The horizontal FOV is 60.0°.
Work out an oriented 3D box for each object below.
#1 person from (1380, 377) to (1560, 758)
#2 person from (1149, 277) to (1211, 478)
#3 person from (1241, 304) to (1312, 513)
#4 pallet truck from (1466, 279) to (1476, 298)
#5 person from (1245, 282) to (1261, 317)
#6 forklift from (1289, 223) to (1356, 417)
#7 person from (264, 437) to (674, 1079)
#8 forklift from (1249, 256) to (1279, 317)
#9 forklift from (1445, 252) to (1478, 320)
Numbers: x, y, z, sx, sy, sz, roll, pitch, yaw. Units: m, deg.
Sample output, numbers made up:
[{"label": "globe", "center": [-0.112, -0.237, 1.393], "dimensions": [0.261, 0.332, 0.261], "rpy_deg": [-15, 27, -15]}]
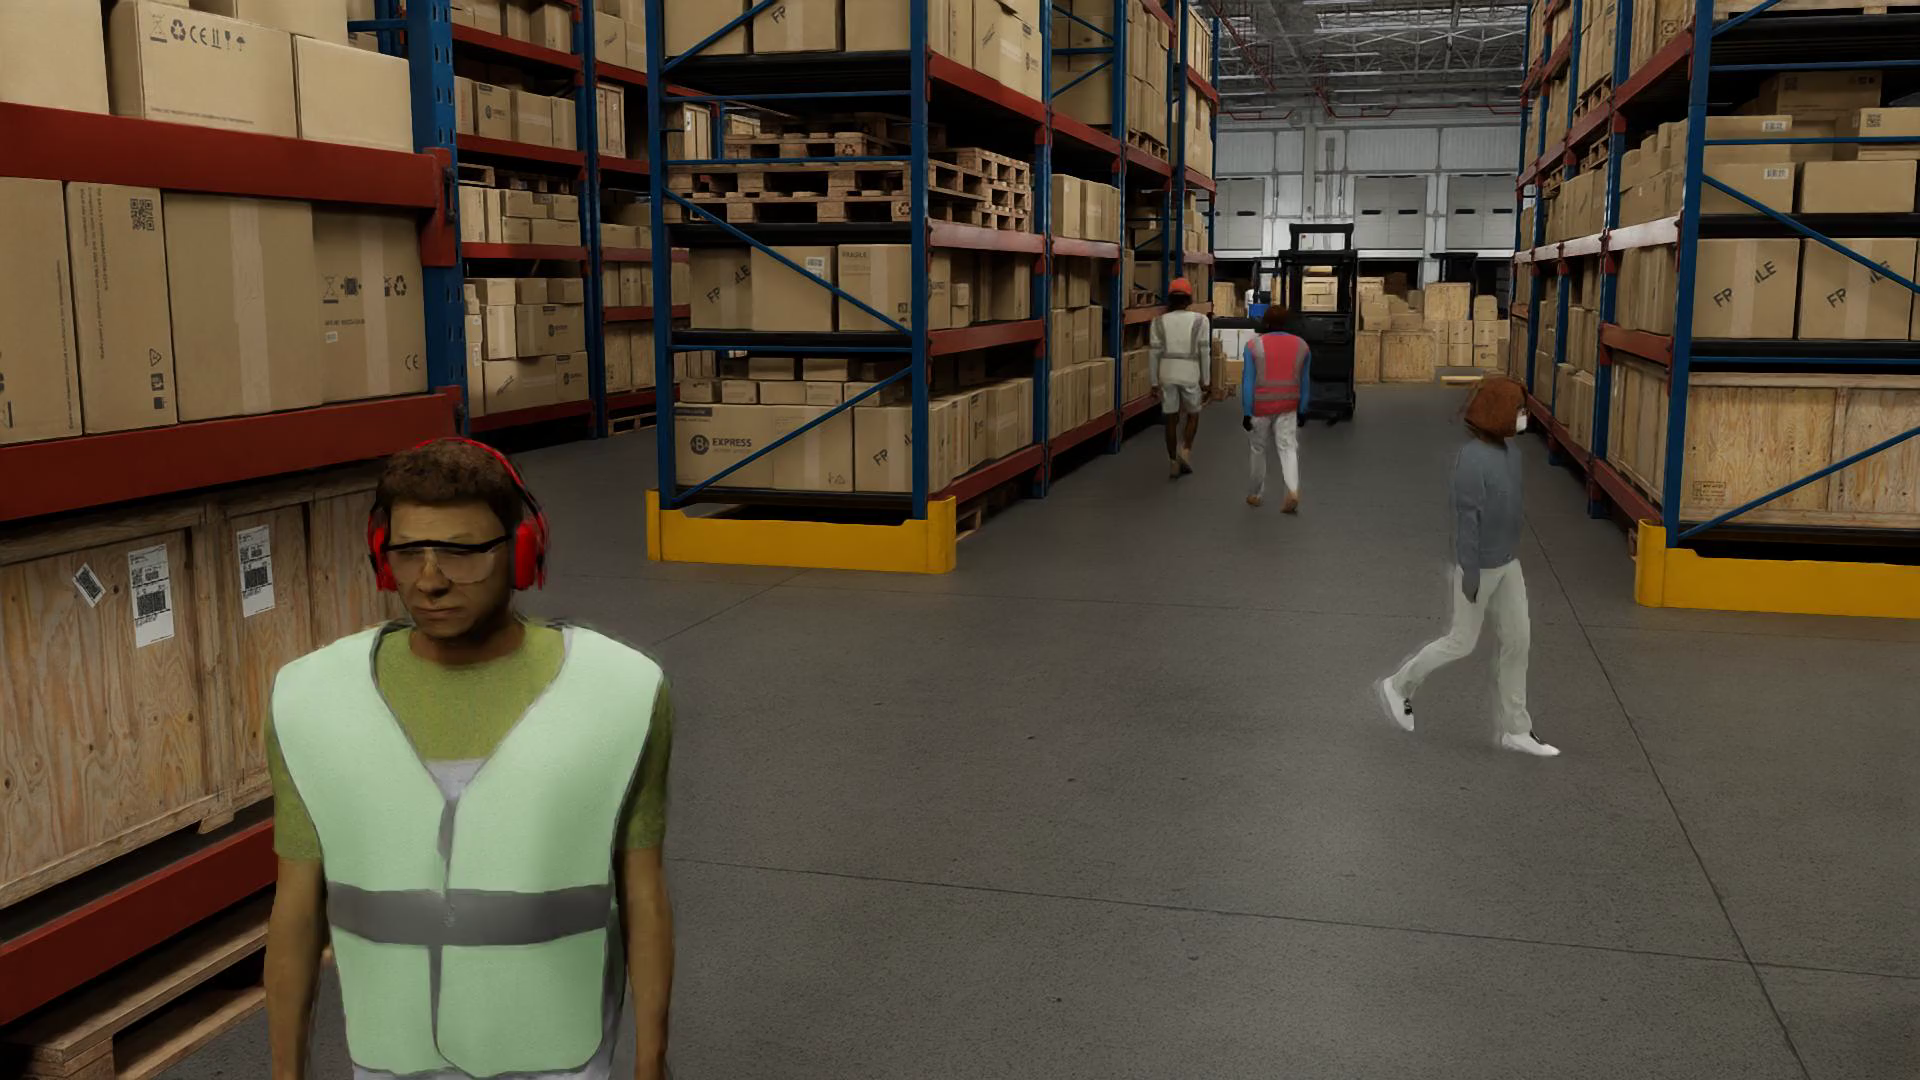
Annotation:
[{"label": "person", "center": [2.218, 0.098, 7.144], "dimensions": [0.504, 1.609, 0.736], "rpy_deg": [-9, 12, -43]}, {"label": "person", "center": [2.233, -1.635, 16.852], "dimensions": [0.645, 2.027, 0.477], "rpy_deg": [3, 9, 16]}, {"label": "person", "center": [2.752, -1.143, 14.458], "dimensions": [0.637, 1.806, 0.931], "rpy_deg": [-1, 9, -7]}, {"label": "pallet truck", "center": [18.896, -8.459, 60.307], "dimensions": [1.885, 1.965, 0.823], "rpy_deg": [5, 10, 31]}, {"label": "person", "center": [10.931, -8.669, 62.012], "dimensions": [0.578, 1.882, 0.380], "rpy_deg": [4, 10, 23]}, {"label": "forklift", "center": [5.330, -3.293, 24.691], "dimensions": [1.129, 2.768, 1.873], "rpy_deg": [2, 9, 15]}, {"label": "person", "center": [-0.702, 0.738, 2.467], "dimensions": [0.575, 1.816, 0.841], "rpy_deg": [0, 9, -3]}, {"label": "forklift", "center": [11.325, -9.117, 61.693], "dimensions": [1.129, 2.768, 1.873], "rpy_deg": [2, 9, 15]}, {"label": "forklift", "center": [15.464, -7.504, 51.449], "dimensions": [1.129, 2.768, 1.873], "rpy_deg": [-2, 9, -11]}]
